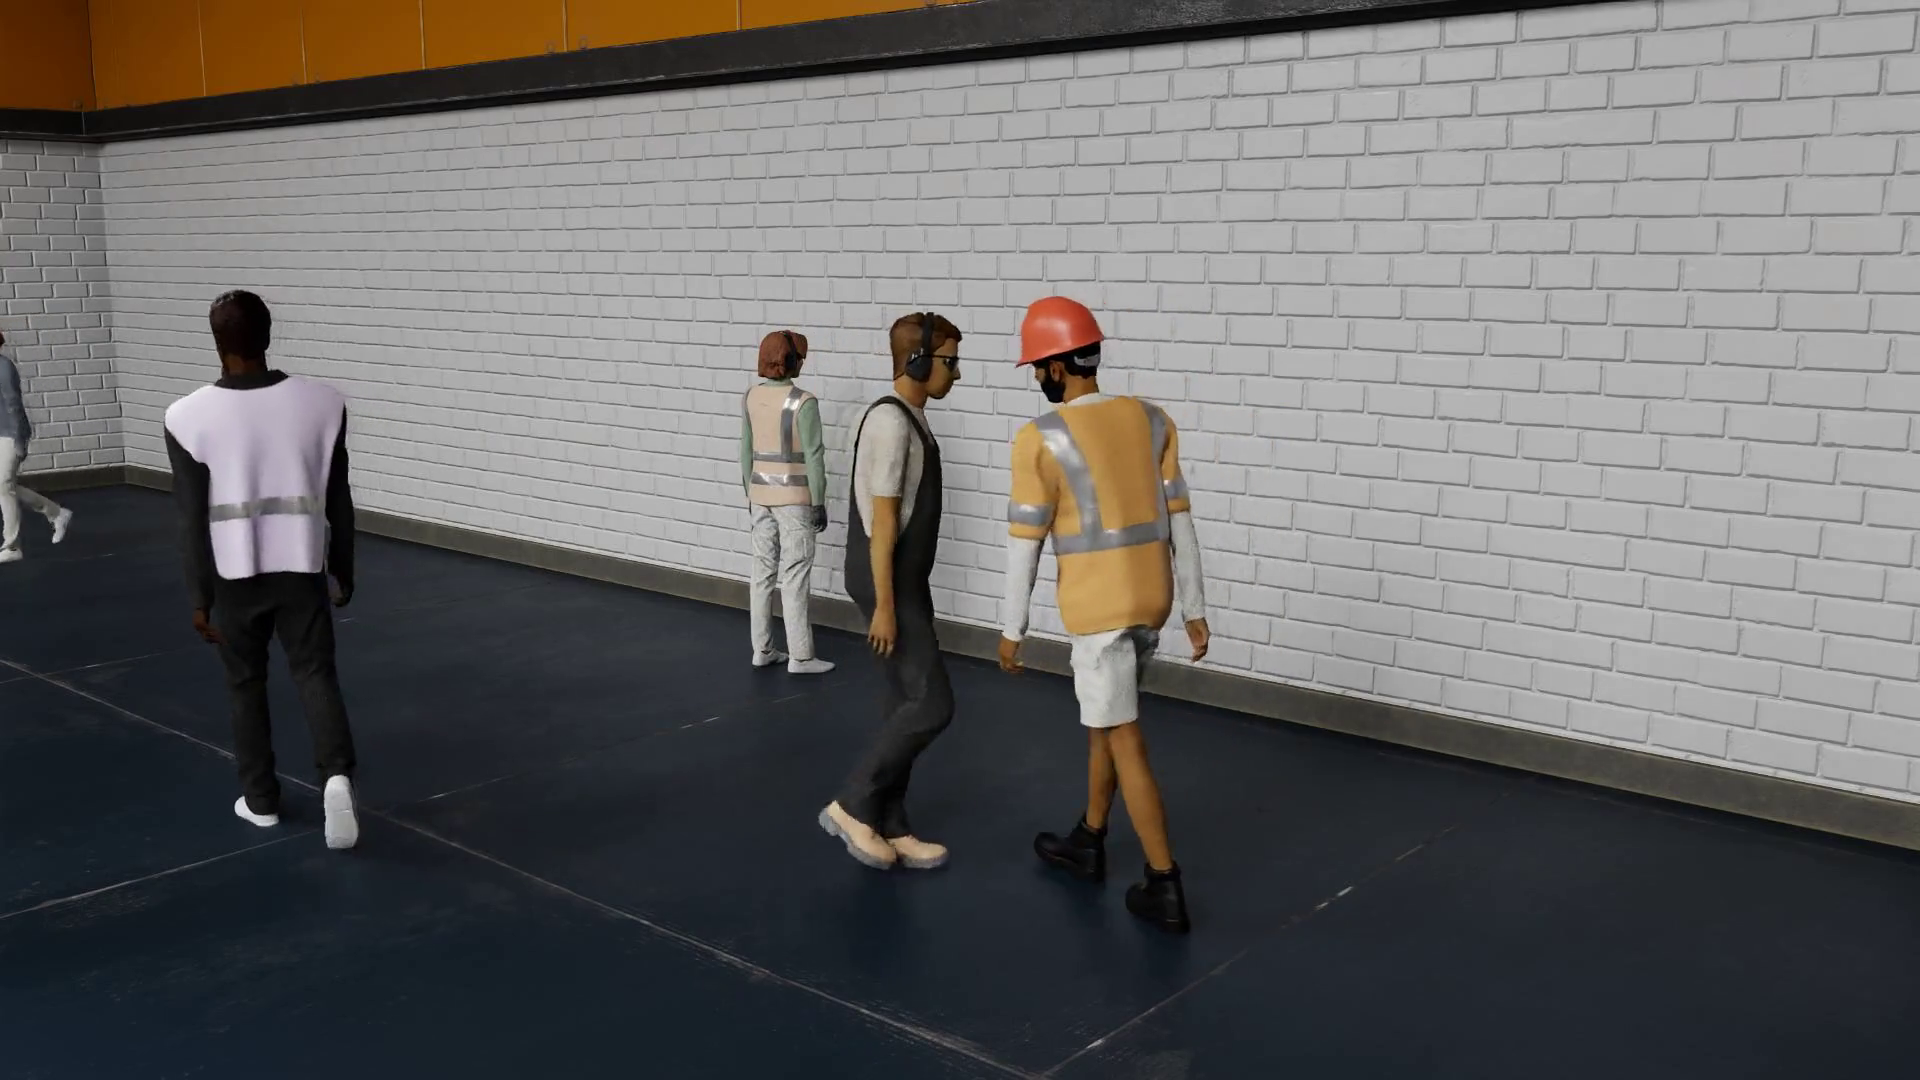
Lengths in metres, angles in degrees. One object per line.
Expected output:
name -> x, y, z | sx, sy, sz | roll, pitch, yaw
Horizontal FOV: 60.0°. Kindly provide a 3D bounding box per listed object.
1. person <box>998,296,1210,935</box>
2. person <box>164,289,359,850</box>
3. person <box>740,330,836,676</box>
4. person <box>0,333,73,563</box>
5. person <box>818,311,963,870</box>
person -> 0.415, 0.210, 5.065 | 0.557, 1.868, 0.869 | -6, 12, -32
person -> -2.316, 0.106, 5.607 | 0.594, 1.895, 0.788 | -6, 12, -32
person -> -0.835, -0.172, 7.903 | 0.523, 1.640, 0.306 | 8, 13, 39
person -> -6.137, -0.662, 10.808 | 0.505, 1.605, 0.580 | 7, 12, 33
person -> -0.176, 0.178, 5.386 | 0.387, 1.820, 0.555 | 1, 10, 4
